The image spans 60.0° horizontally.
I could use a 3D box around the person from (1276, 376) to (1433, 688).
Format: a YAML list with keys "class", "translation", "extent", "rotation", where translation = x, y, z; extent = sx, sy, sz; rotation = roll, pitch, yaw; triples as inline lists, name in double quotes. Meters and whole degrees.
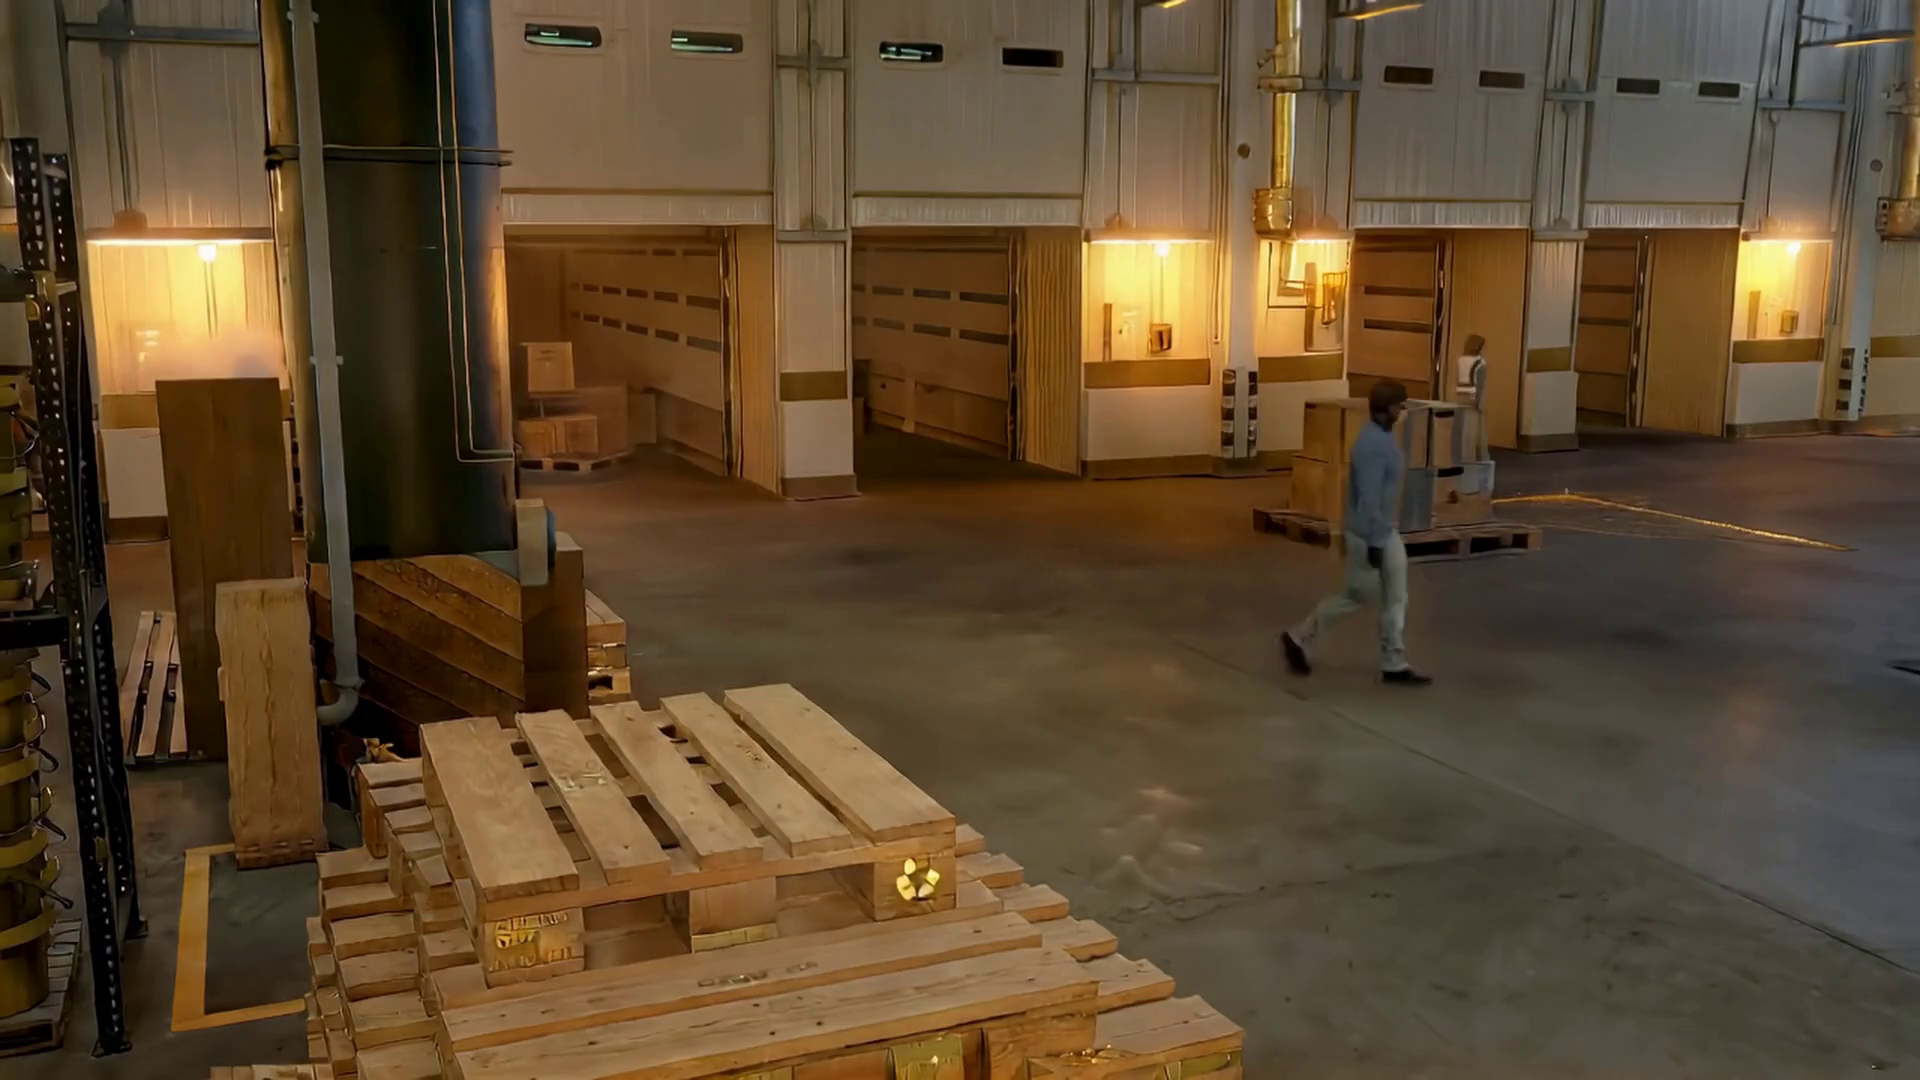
- class: "person"
  translation: [2.437, -0.051, 10.148]
  extent: [0.877, 1.916, 0.626]
  rotation: [6, 12, 29]

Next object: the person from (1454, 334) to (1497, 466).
- class: "person"
  translation: [6.033, -1.655, 19.811]
  extent: [0.830, 1.604, 0.510]
  rotation: [-5, 11, -24]
